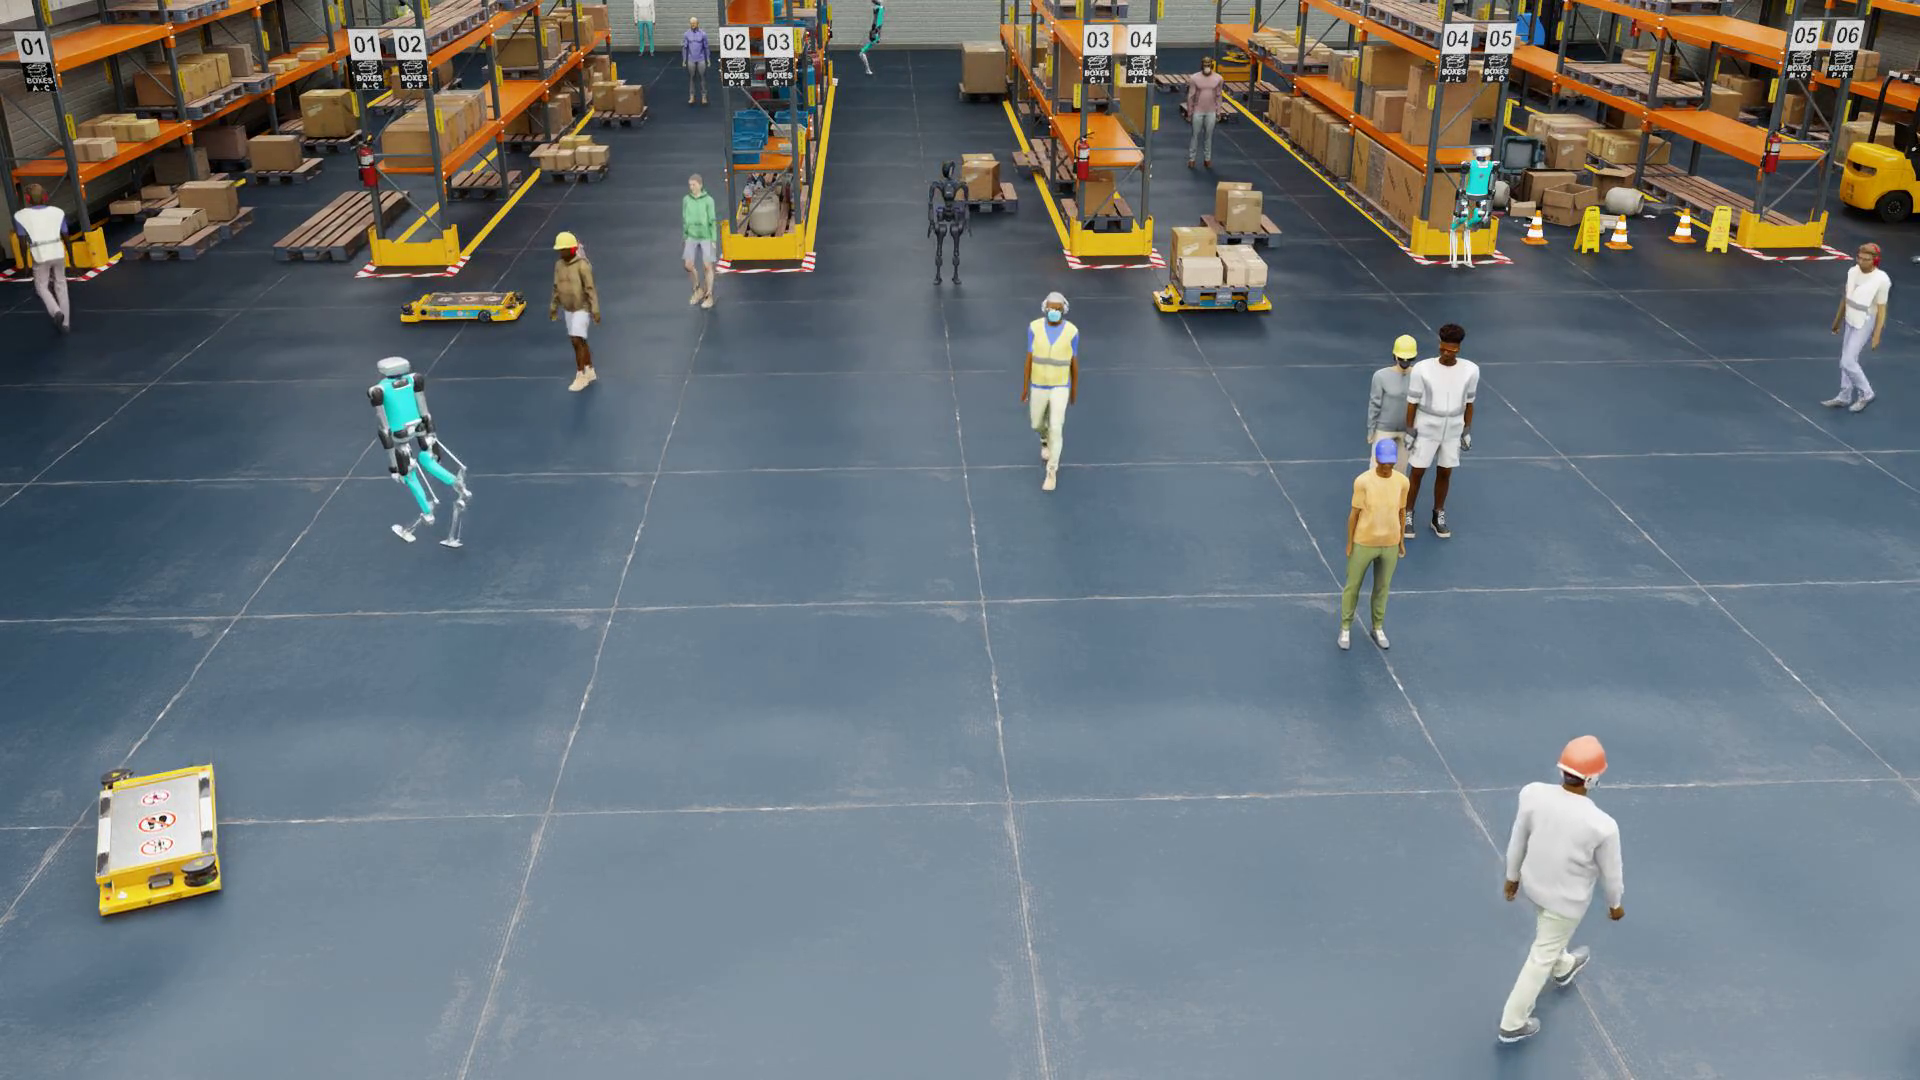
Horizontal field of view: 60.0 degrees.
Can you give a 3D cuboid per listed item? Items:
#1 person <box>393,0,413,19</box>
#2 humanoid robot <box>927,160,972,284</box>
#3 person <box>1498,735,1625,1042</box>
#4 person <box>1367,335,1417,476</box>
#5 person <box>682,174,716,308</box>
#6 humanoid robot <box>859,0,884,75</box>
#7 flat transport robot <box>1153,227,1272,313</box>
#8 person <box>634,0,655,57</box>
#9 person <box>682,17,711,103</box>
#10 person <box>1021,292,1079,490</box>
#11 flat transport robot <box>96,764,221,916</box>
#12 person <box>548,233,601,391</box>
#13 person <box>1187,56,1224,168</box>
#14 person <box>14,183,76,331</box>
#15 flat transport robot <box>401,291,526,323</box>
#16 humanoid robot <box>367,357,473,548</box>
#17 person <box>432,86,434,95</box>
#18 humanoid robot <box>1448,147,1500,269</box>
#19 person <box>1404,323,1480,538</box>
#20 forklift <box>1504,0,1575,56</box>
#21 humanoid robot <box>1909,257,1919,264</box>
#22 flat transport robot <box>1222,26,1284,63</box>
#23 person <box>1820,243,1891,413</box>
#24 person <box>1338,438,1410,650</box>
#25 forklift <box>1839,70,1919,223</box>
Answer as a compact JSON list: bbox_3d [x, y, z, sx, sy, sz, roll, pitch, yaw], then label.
[{"bbox_3d":[-13.755,-12.714,41.282,0.536,1.695,0.320,0,24,-1],"label":"person"},{"bbox_3d":[-0.141,-4.258,22.295,0.599,1.654,0.315,-1,24,-2],"label":"humanoid robot"},{"bbox_3d":[3.191,1.785,8.689,0.895,1.706,0.567,-13,27,-28],"label":"person"},{"bbox_3d":[3.891,-0.979,14.831,0.526,1.767,0.328,0,24,-1],"label":"person"},{"bbox_3d":[-3.316,-3.812,21.249,0.475,1.730,0.404,5,25,11],"label":"person"},{"bbox_3d":[-2.173,-11.985,39.593,0.777,1.773,0.533,6,25,13],"label":"humanoid robot"},{"bbox_3d":[3.261,-3.139,21.526,1.431,0.231,0.659,-1,24,-2],"label":"flat transport robot"},{"bbox_3d":[-8.015,-13.207,42.311,0.526,1.763,0.328,0,24,-1],"label":"person"},{"bbox_3d":[-5.668,-10.308,35.764,0.605,1.793,0.386,-1,24,-2],"label":"person"},{"bbox_3d":[0.865,-1.473,15.817,0.531,1.870,0.799,5,25,12],"label":"person"},{"bbox_3d":[-5.006,1.815,10.394,0.659,0.231,1.431,-10,26,-22],"label":"flat transport robot"},{"bbox_3d":[-4.279,-2.515,18.311,0.576,1.735,0.671,14,28,29],"label":"person"},{"bbox_3d":[4.321,-7.560,29.407,0.629,1.938,0.367,0,24,-1],"label":"person"},{"bbox_3d":[-11.064,-3.405,20.207,0.576,1.821,0.488,-21,31,-38],"label":"person"},{"bbox_3d":[-6.295,-2.951,21.104,1.431,0.231,0.659,-1,24,-2],"label":"flat transport robot"},{"bbox_3d":[-4.553,-0.670,14.174,1.003,1.730,0.531,15,28,31],"label":"humanoid robot"},{"bbox_3d":[-11.497,-10.182,35.390,0.514,1.862,0.388,0,24,-1],"label":"person"},{"bbox_3d":[6.974,-4.584,22.803,0.533,1.677,0.735,-1,24,-2],"label":"humanoid robot"},{"bbox_3d":[4.186,-0.956,14.539,0.608,1.961,0.367,0,24,-1],"label":"person"},{"bbox_3d":[14.700,-13.805,42.301,1.873,2.768,1.129,-1,24,-2],"label":"forklift"},{"bbox_3d":[13.912,-4.670,23.217,1.034,1.770,0.536,-2,24,-4],"label":"humanoid robot"},{"bbox_3d":[7.373,-12.183,41.848,1.431,0.231,0.659,-14,28,-29],"label":"flat transport robot"},{"bbox_3d":[9.538,-2.256,17.632,0.443,1.825,0.617,1,24,3],"label":"person"},{"bbox_3d":[3.157,0.039,12.602,0.447,1.717,0.371,0,24,-1],"label":"person"},{"bbox_3d":[15.132,-6.143,25.915,2.313,2.155,1.214,-1,24,-2],"label":"forklift"}]
